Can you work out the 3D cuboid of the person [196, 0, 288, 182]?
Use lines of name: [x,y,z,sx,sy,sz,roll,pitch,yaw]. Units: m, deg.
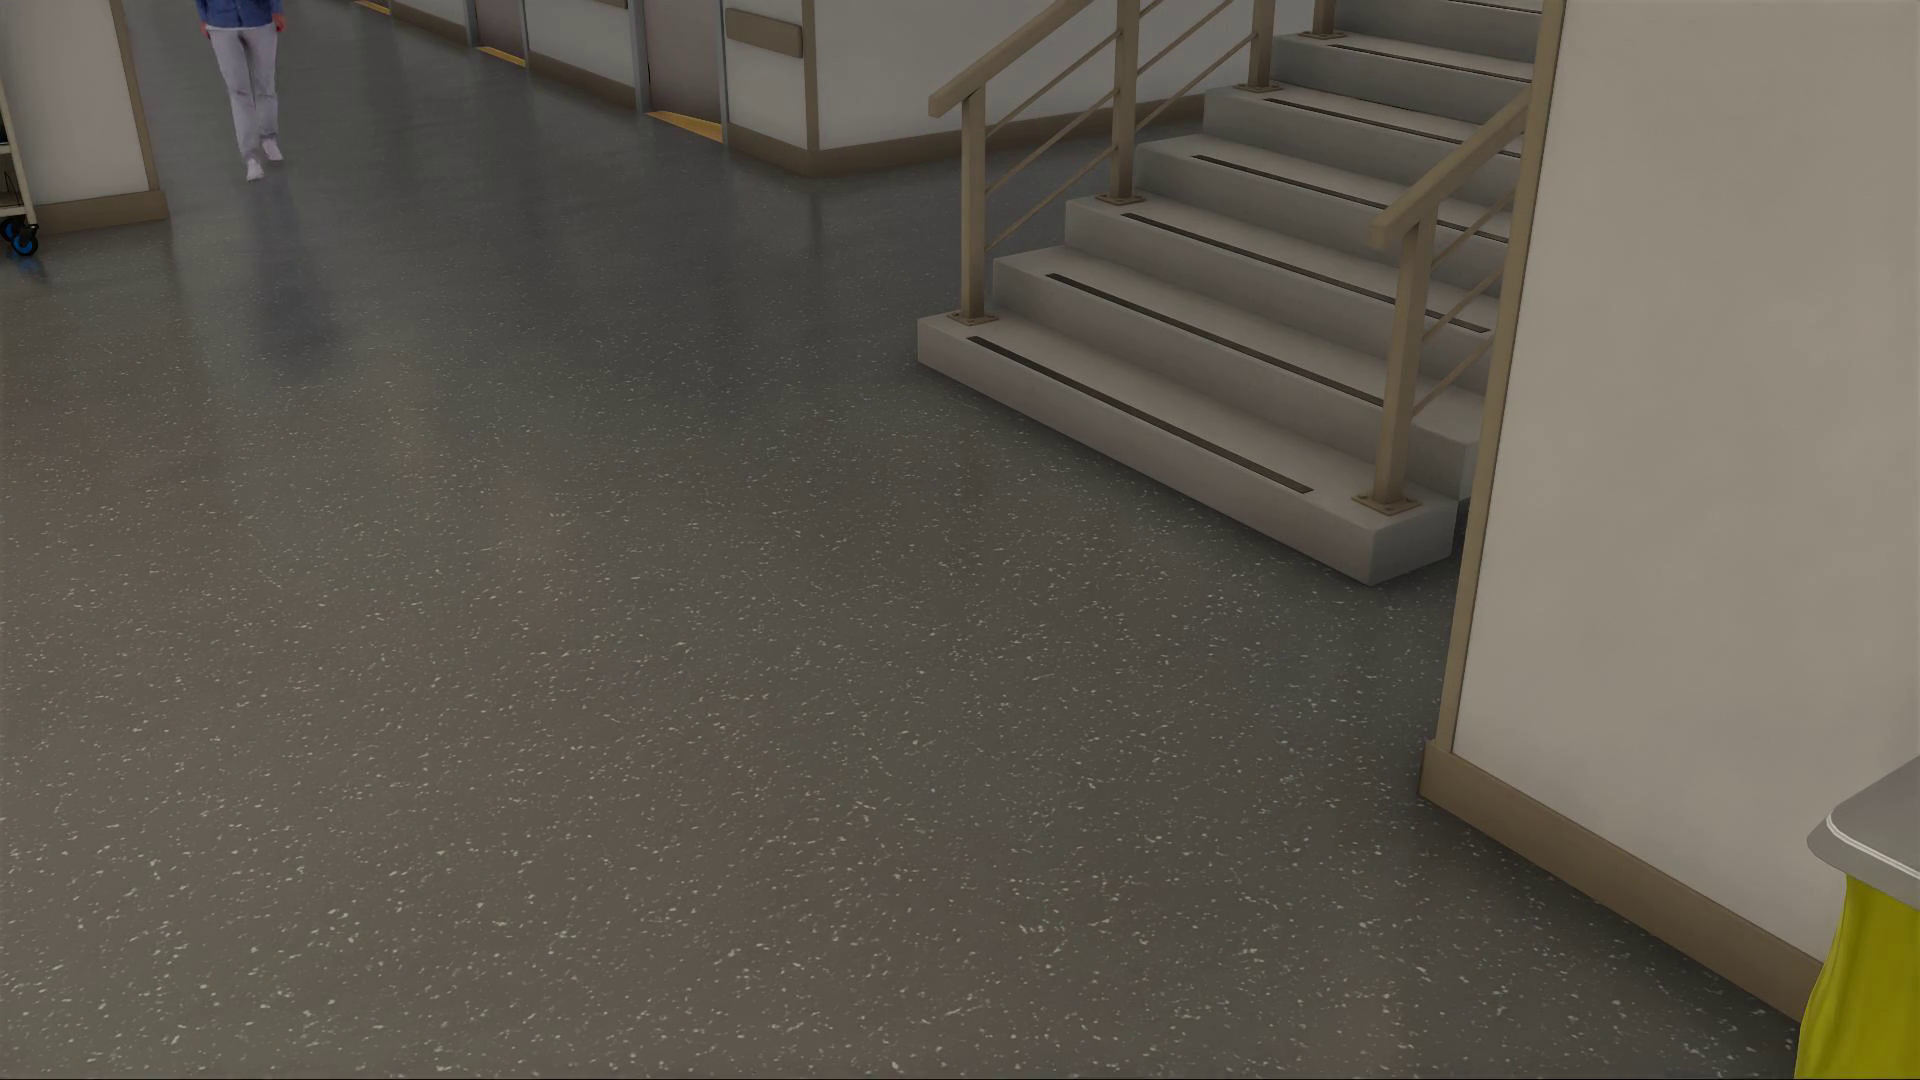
person: [-4.345,-3.158,10.066,1.111,1.848,0.862,-10,28,-21]
